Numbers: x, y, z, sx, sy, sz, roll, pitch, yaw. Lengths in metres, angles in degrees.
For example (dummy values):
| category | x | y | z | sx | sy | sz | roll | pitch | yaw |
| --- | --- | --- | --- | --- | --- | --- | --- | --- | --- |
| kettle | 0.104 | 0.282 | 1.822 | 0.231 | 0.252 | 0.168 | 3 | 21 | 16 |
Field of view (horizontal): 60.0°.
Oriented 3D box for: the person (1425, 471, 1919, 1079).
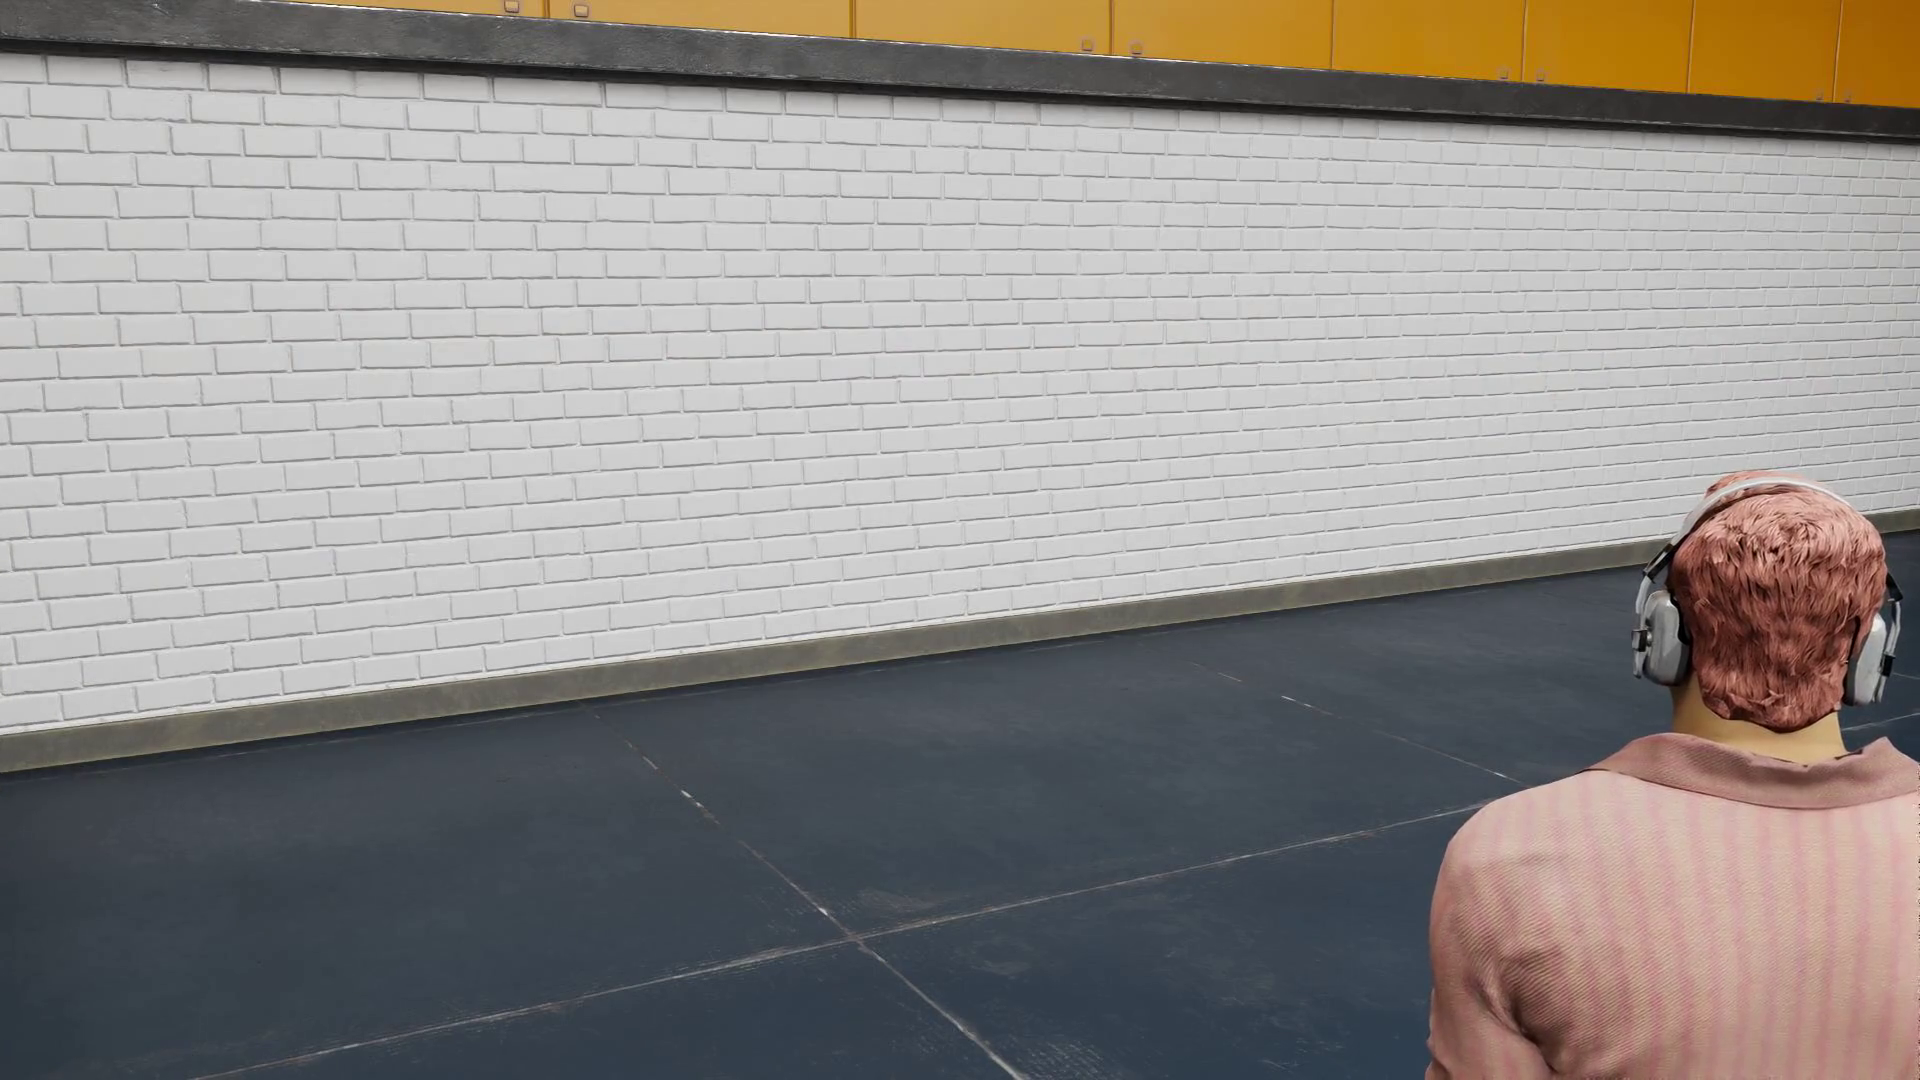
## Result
| category | x | y | z | sx | sy | sz | roll | pitch | yaw |
| --- | --- | --- | --- | --- | --- | --- | --- | --- | --- |
| person | 0.795 | 0.876 | 1.785 | 0.651 | 1.907 | 0.409 | 1 | 10 | 6 |
